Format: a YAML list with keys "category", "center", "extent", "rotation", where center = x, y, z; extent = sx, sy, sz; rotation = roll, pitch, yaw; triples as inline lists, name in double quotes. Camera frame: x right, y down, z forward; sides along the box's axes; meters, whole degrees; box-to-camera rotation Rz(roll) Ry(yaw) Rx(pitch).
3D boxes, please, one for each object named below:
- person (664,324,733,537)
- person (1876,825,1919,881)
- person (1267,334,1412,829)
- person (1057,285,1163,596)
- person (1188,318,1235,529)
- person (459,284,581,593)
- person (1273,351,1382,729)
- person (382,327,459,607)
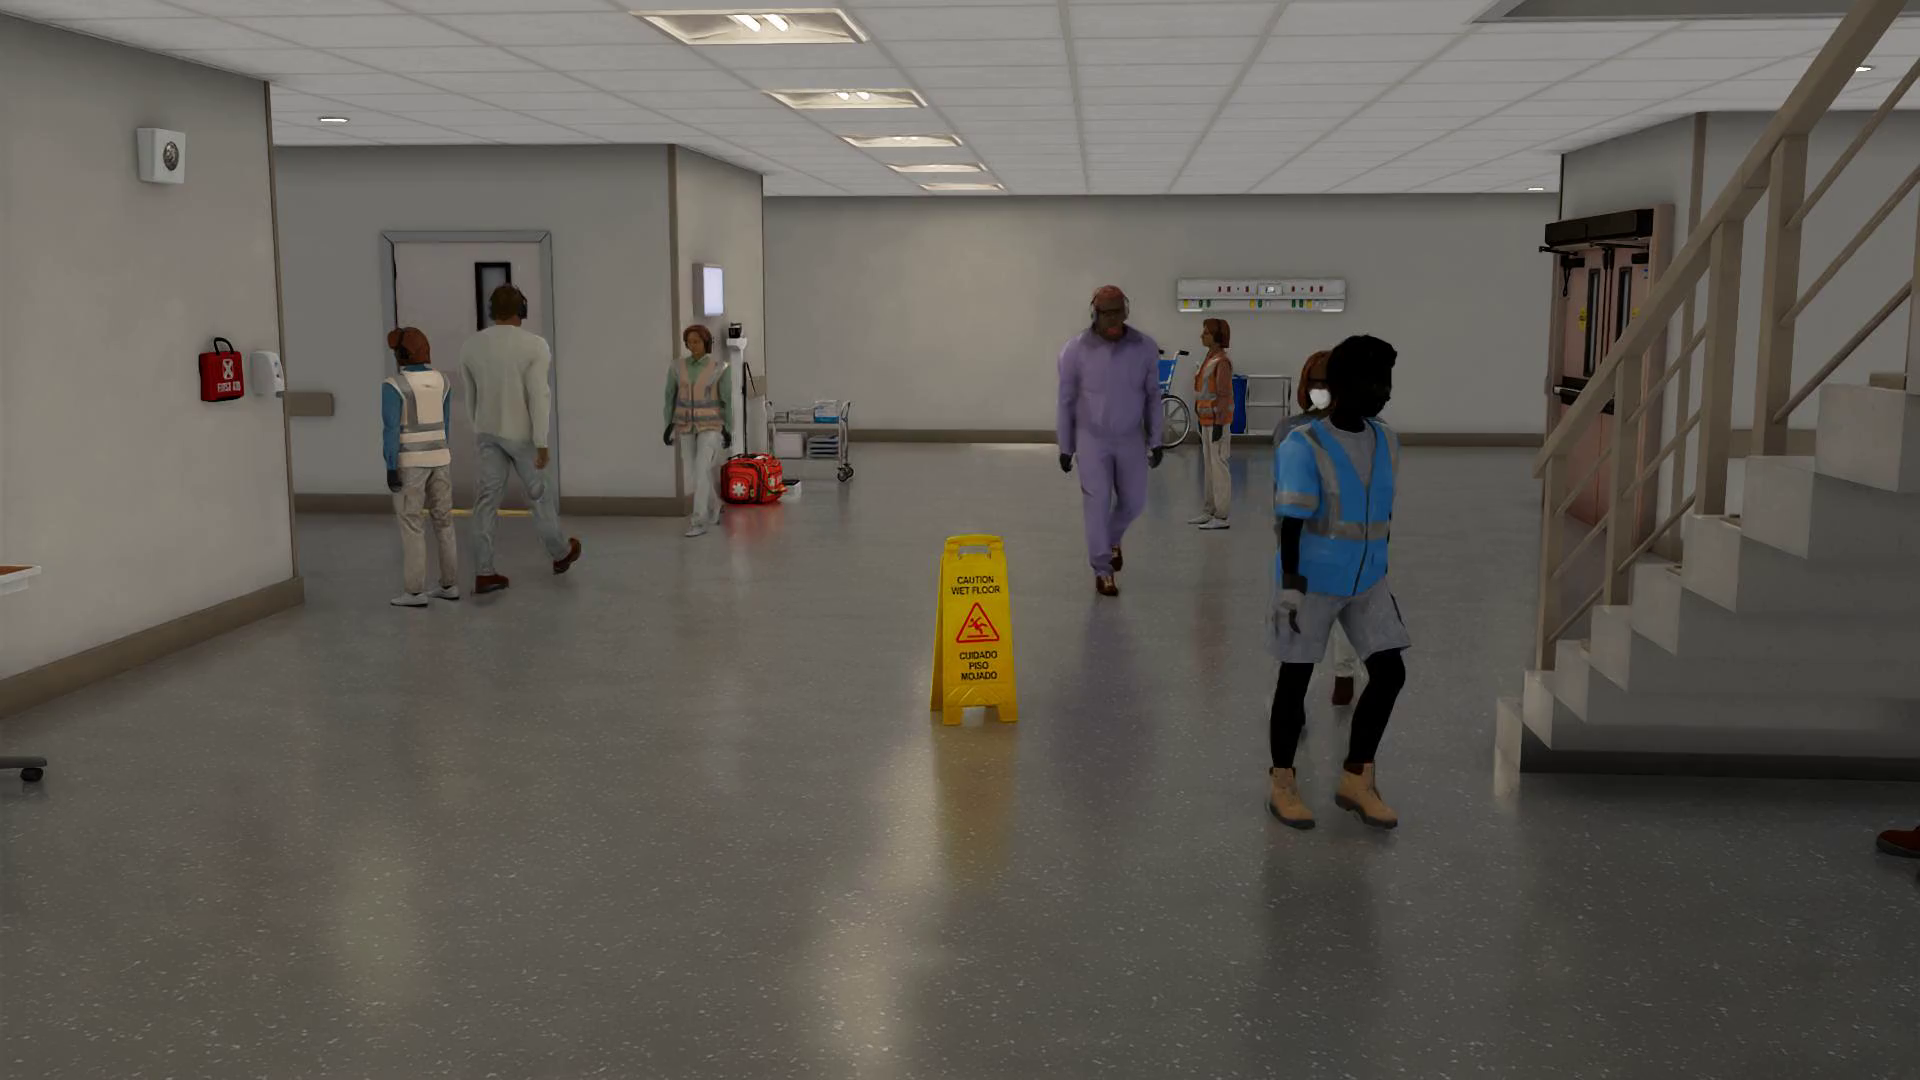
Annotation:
- category: "person"
  center: [-1.988, -0.856, 12.797]
  extent: [0.518, 1.608, 0.814]
  rotation: [2, 9, 16]
- category: "person"
  center: [3.137, 0.105, 5.092]
  extent: [0.352, 1.937, 0.635]
  rotation: [1, 8, 10]
- category: "person"
  center: [1.267, 0.157, 5.575]
  extent: [0.588, 1.676, 0.539]
  rotation: [-4, 9, -24]
- category: "person"
  center: [0.904, -0.625, 10.248]
  extent: [0.648, 1.881, 0.628]
  rotation: [-2, 9, -11]
- category: "person"
  center: [1.979, -0.905, 12.957]
  extent: [0.310, 1.644, 0.514]
  rotation: [-1, 8, -6]
- category: "person"
  center: [-2.789, -0.653, 10.435]
  extent: [0.638, 1.874, 1.057]
  rotation: [2, 9, 14]
- category: "person"
  center: [1.576, -0.015, 7.112]
  extent: [0.501, 1.588, 0.861]
  rotation: [3, 9, 22]
- category: "person"
  center: [-3.169, -0.424, 9.740]
  extent: [0.311, 1.634, 0.516]
  rotation: [4, 9, 28]
